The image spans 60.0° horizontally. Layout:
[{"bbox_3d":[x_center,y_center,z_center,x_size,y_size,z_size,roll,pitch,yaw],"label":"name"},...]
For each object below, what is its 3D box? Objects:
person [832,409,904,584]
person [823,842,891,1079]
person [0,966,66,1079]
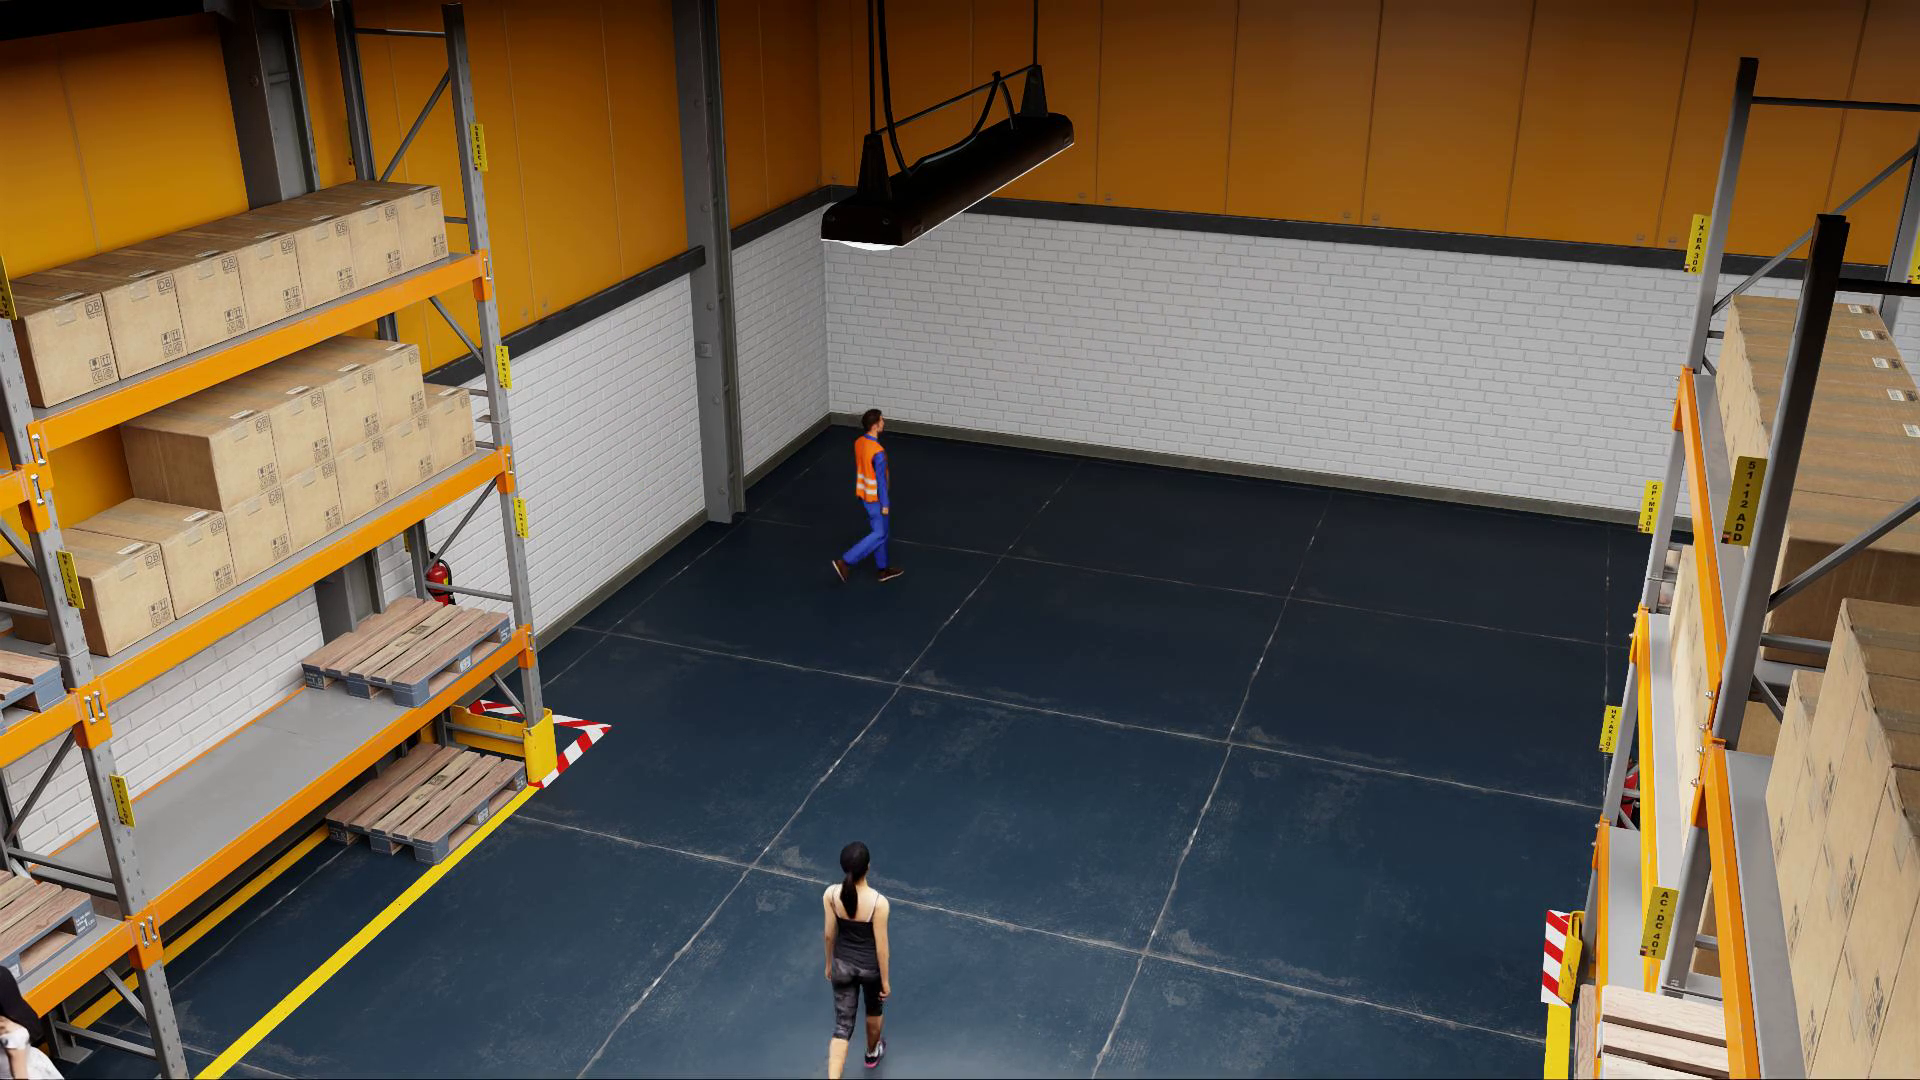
[{"bbox_3d":[-0.929,-0.392,16.515,1.164,1.844,1.080,-13,27,-26],"label":"person"},{"bbox_3d":[-0.641,2.615,9.830,0.644,1.689,1.119,5,24,12],"label":"person"},{"bbox_3d":[-4.941,2.998,8.853,0.820,1.769,0.784,-15,28,-31],"label":"person"}]
